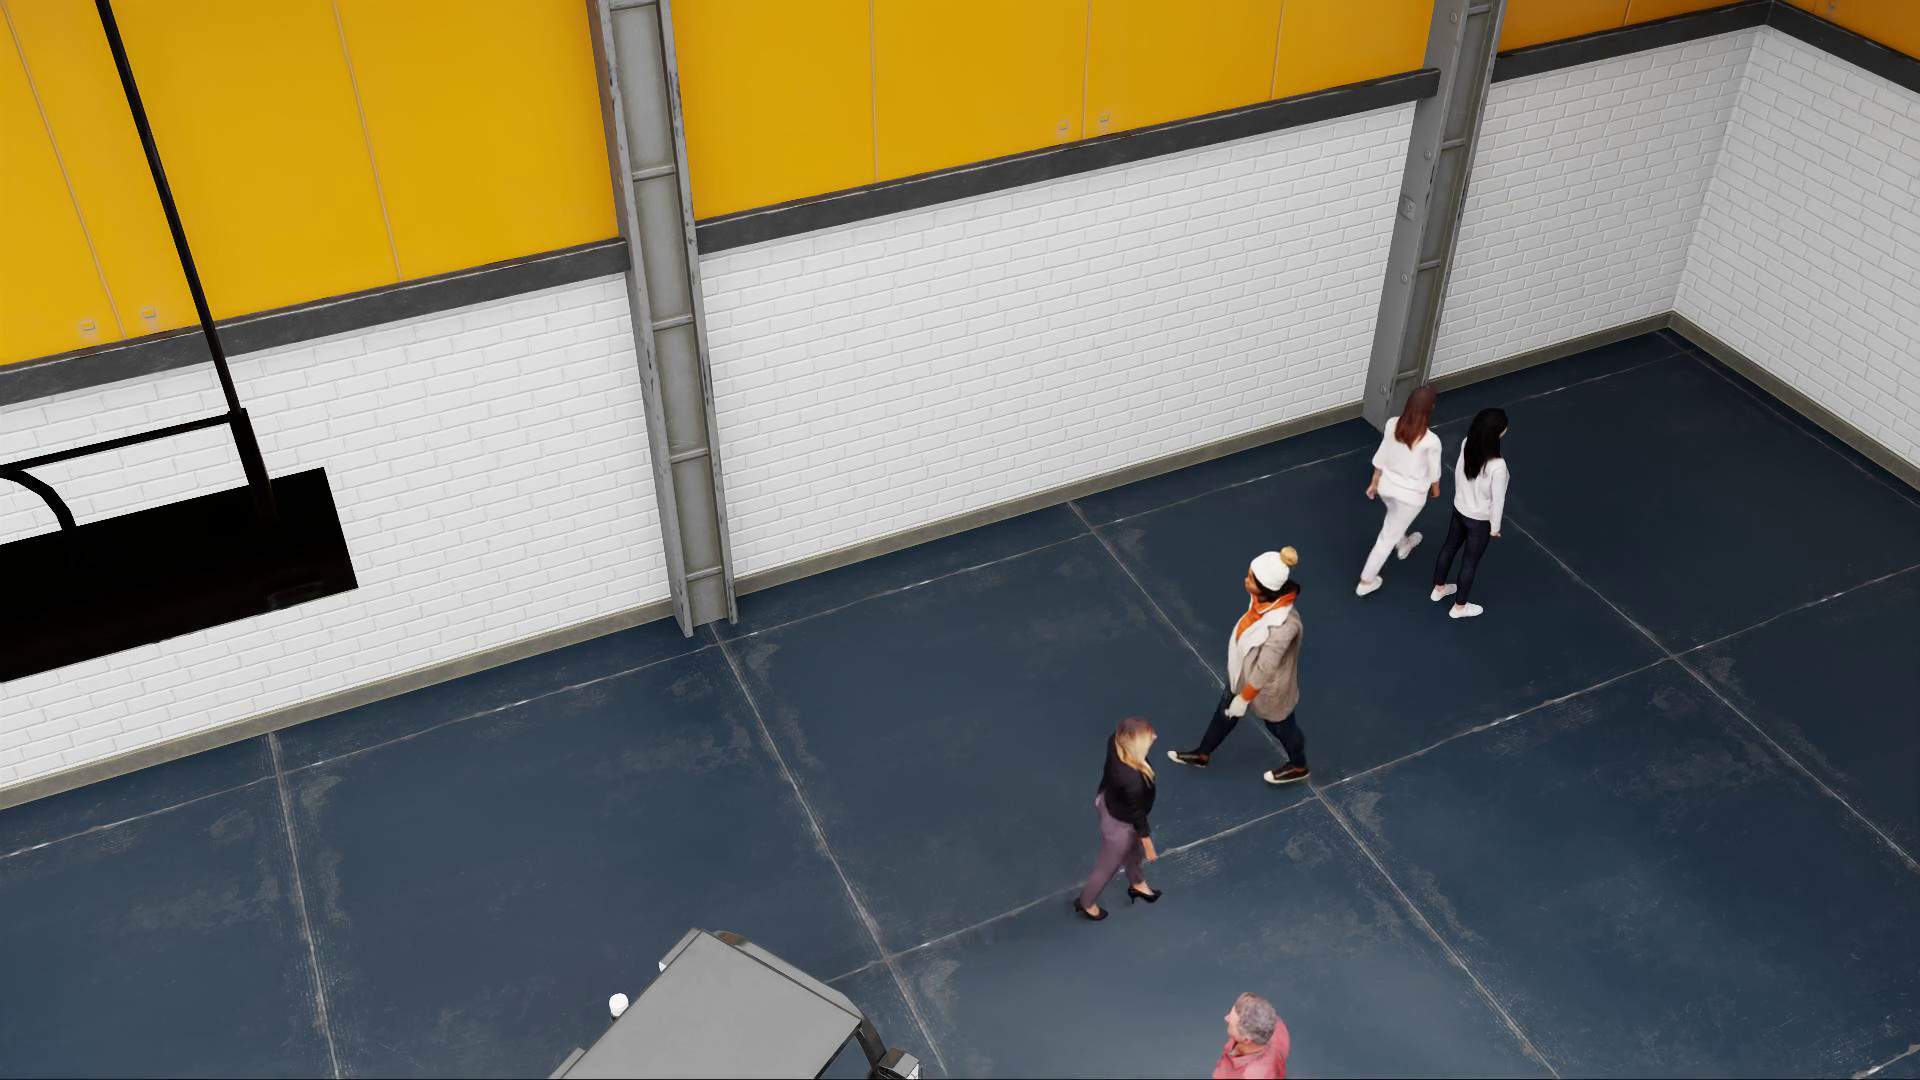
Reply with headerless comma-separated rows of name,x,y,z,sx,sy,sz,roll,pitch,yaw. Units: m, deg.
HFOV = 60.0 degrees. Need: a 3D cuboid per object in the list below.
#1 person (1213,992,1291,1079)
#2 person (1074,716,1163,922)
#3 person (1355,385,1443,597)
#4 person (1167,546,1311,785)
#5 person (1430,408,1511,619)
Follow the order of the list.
person,1.414,2.762,7.754,1.032,1.808,0.976,15,41,18
person,0.806,1.606,9.329,0.862,1.650,0.753,-5,39,-6
person,3.070,-0.296,11.714,1.085,1.645,0.761,-27,46,-29
person,1.978,0.810,10.172,1.201,1.843,0.881,-7,39,-8
person,3.563,-0.203,11.554,0.542,1.700,0.605,-16,41,-19
